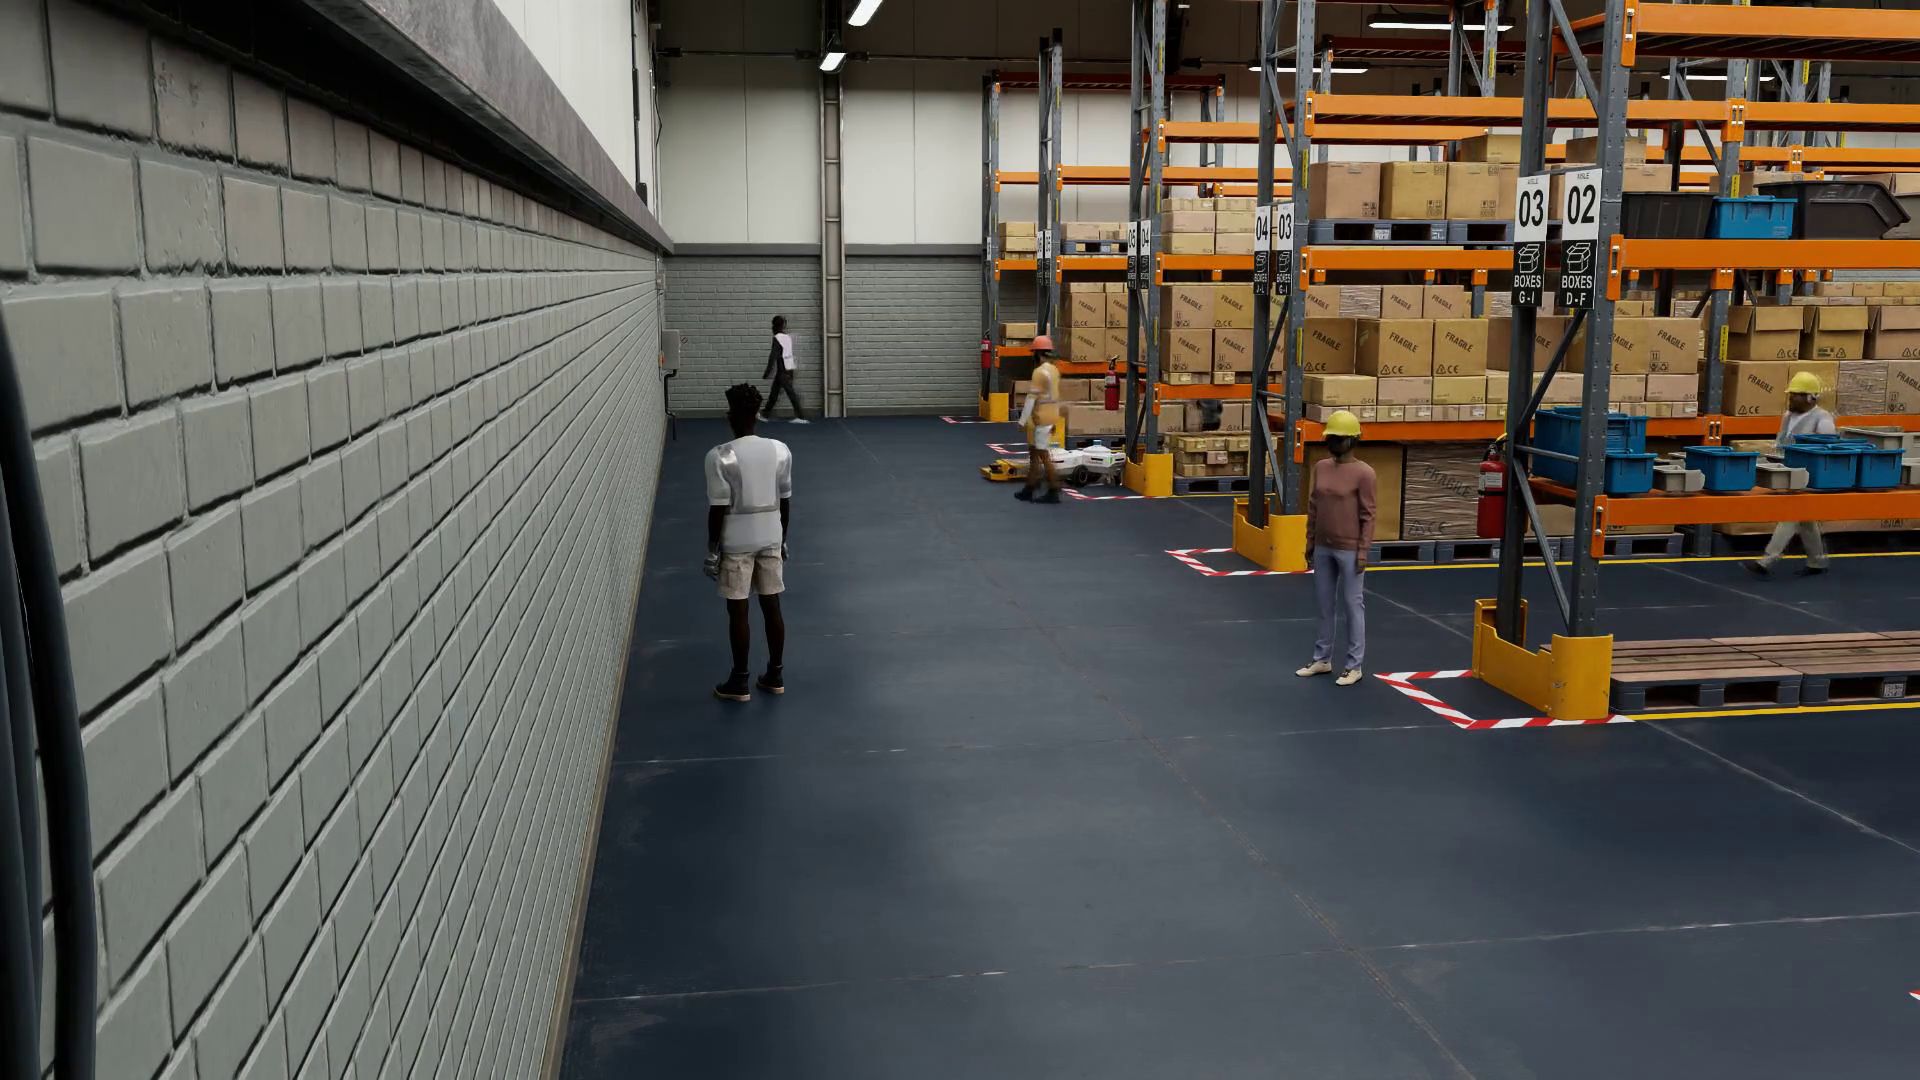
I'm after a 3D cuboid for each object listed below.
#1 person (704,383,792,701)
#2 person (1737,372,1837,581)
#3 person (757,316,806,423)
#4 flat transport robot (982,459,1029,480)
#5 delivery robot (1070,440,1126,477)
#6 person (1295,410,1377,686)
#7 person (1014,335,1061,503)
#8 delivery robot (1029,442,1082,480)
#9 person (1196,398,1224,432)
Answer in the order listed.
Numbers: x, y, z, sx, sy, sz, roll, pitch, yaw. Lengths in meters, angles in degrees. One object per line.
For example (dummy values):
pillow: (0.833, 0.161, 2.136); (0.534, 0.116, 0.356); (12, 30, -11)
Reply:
person: (-1.315, 0.013, 10.300); (0.602, 1.966, 0.368); (-8, 12, -39)
person: (7.090, -0.534, 14.219); (0.925, 1.785, 0.603); (-1, 9, -4)
person: (-3.149, -2.948, 28.921); (1.053, 1.854, 0.593); (1, 9, 9)
flat transport robot: (1.034, -0.913, 21.225); (1.431, 0.197, 0.652); (-1, 9, -9)
delivery robot: (1.694, -0.990, 20.537); (0.707, 0.478, 0.477); (8, 12, 41)
person: (2.432, 0.046, 10.702); (0.305, 1.771, 0.525); (-7, 11, -36)
person: (0.886, -1.366, 18.965); (0.630, 1.910, 0.588); (3, 10, 20)
delivery robot: (1.161, -0.945, 20.257); (0.477, 0.478, 0.707); (9, 13, 43)
person: (3.374, -1.895, 22.192); (0.553, 1.917, 0.581); (-2, 9, -10)
